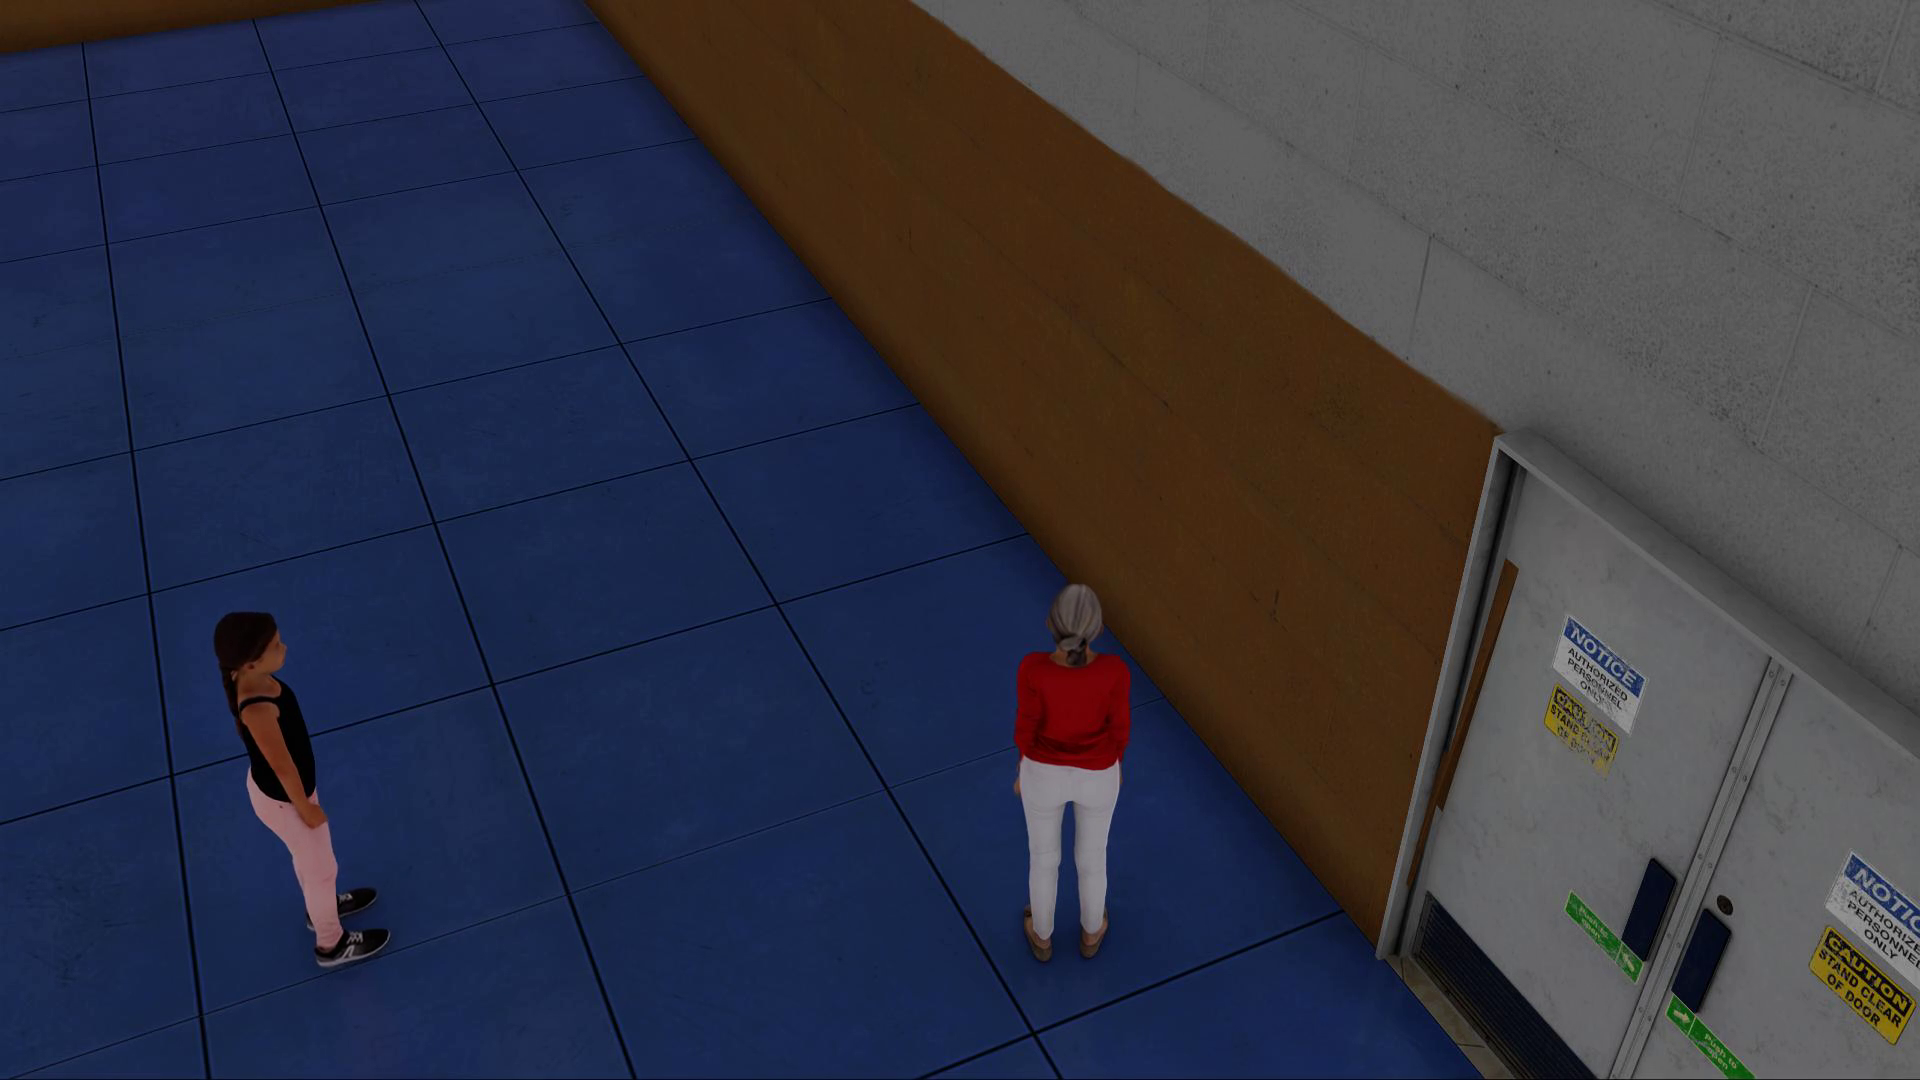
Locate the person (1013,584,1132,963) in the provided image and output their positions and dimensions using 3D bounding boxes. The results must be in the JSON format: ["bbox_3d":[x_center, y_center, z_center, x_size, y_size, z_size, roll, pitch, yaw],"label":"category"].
[{"bbox_3d":[0.378,0.821,5.718,0.604,1.693,0.695,0,37,0],"label":"person"}]

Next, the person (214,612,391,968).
[{"bbox_3d":[-2.331,0.869,5.761,0.536,1.563,0.532,-19,41,-24],"label":"person"}]
